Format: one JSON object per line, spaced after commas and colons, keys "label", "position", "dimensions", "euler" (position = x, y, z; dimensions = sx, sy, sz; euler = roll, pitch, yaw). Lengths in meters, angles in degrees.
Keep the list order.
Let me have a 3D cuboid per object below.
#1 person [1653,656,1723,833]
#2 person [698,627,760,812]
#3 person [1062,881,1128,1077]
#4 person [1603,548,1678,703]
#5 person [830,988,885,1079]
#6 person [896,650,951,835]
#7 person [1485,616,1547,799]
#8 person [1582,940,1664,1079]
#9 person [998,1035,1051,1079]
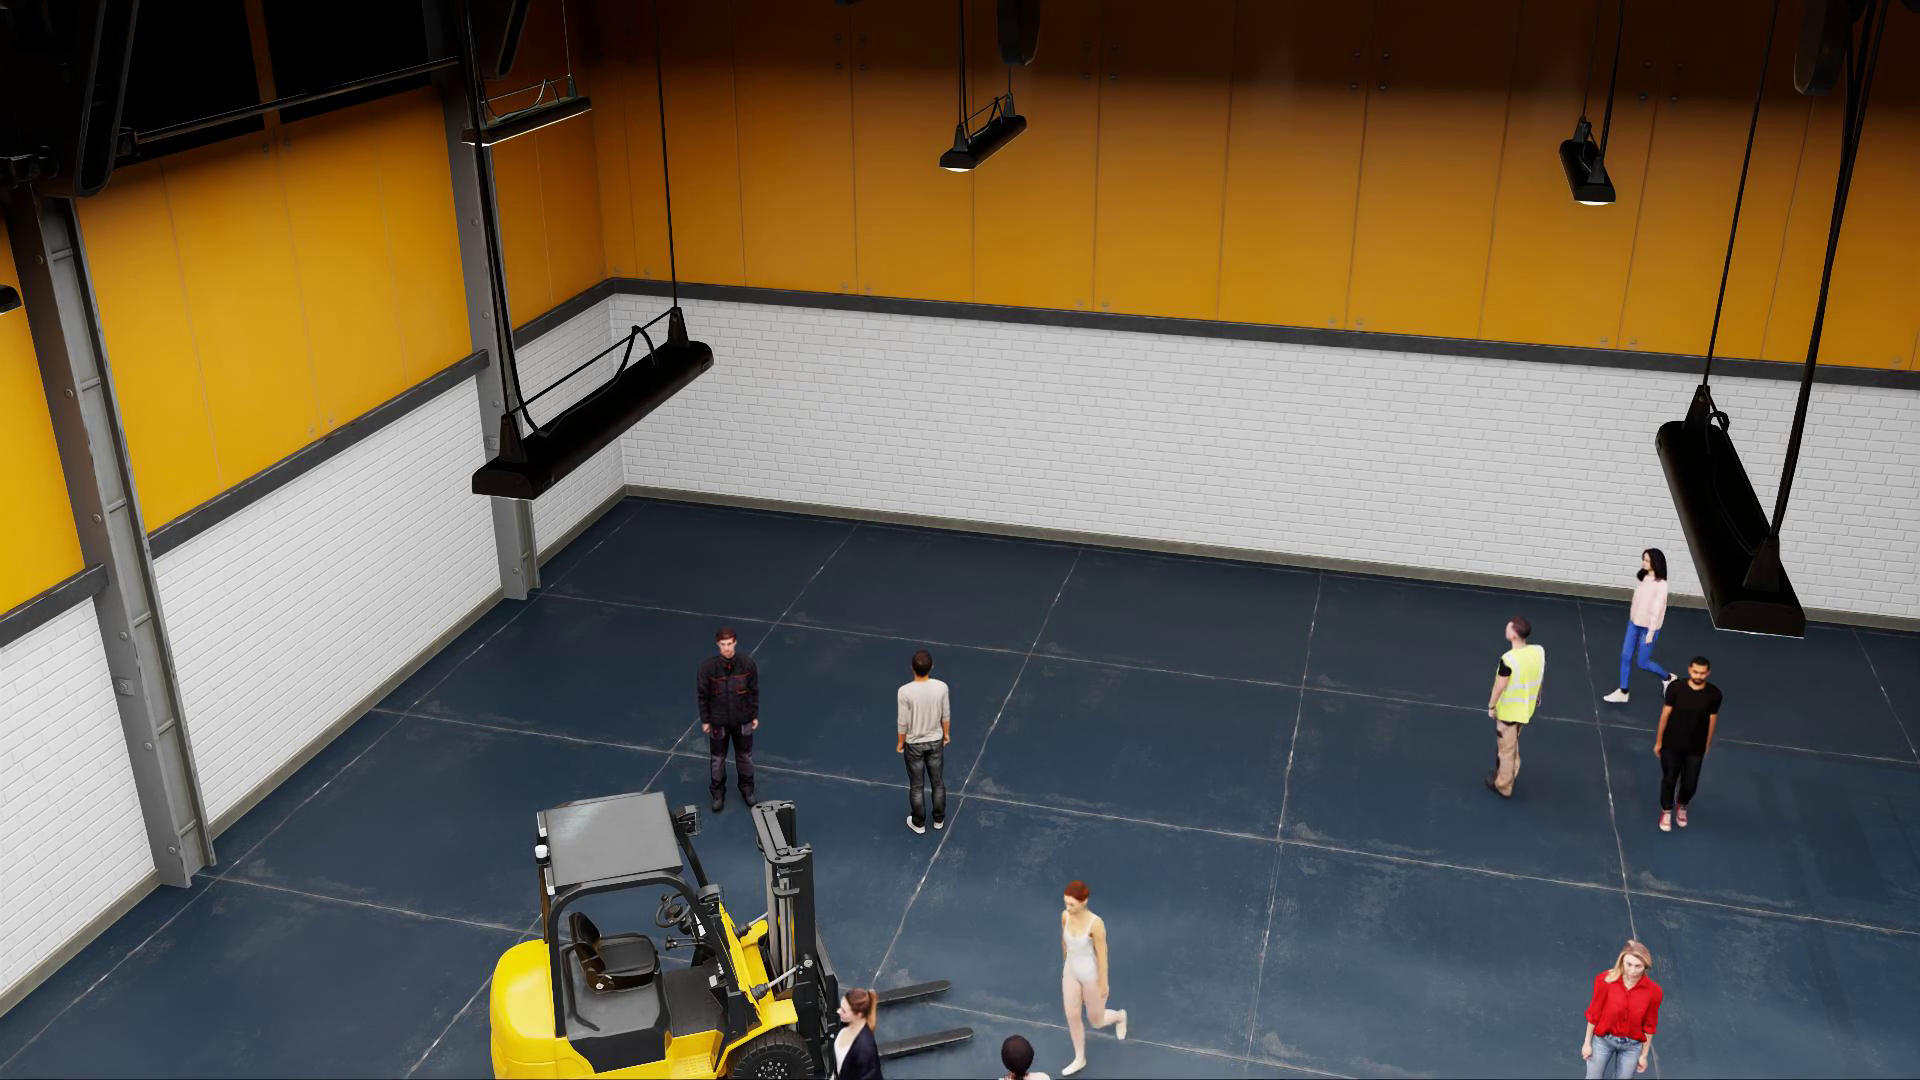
{"label": "person", "position": [6.569, 1.811, 15.113], "dimensions": [0.671, 1.747, 0.677], "euler": [9, 25, 20]}
{"label": "person", "position": [-2.124, 1.636, 15.399], "dimensions": [0.794, 1.838, 0.761], "euler": [-5, 24, -12]}
{"label": "person", "position": [0.966, 3.162, 12.180], "dimensions": [0.815, 1.622, 0.952], "euler": [17, 29, 34]}
{"label": "person", "position": [7.135, 0.916, 17.158], "dimensions": [0.949, 1.748, 1.009], "euler": [-4, 24, -8]}
{"label": "person", "position": [-0.576, 3.648, 11.041], "dimensions": [1.004, 1.642, 1.151], "euler": [-4, 24, -10]}
{"label": "person", "position": [-0.320, 1.816, 15.021], "dimensions": [0.741, 1.811, 0.739], "euler": [-6, 24, -14]}
{"label": "person", "position": [5.218, 1.592, 15.513], "dimensions": [0.885, 1.828, 0.941], "euler": [-11, 26, -23]}
{"label": "person", "position": [4.502, 3.455, 11.405], "dimensions": [0.616, 1.705, 0.502], "euler": [7, 25, 16]}
{"label": "person", "position": [0.401, 3.901, 10.397], "dimensions": [0.855, 1.694, 1.246], "euler": [-2, 24, -4]}
